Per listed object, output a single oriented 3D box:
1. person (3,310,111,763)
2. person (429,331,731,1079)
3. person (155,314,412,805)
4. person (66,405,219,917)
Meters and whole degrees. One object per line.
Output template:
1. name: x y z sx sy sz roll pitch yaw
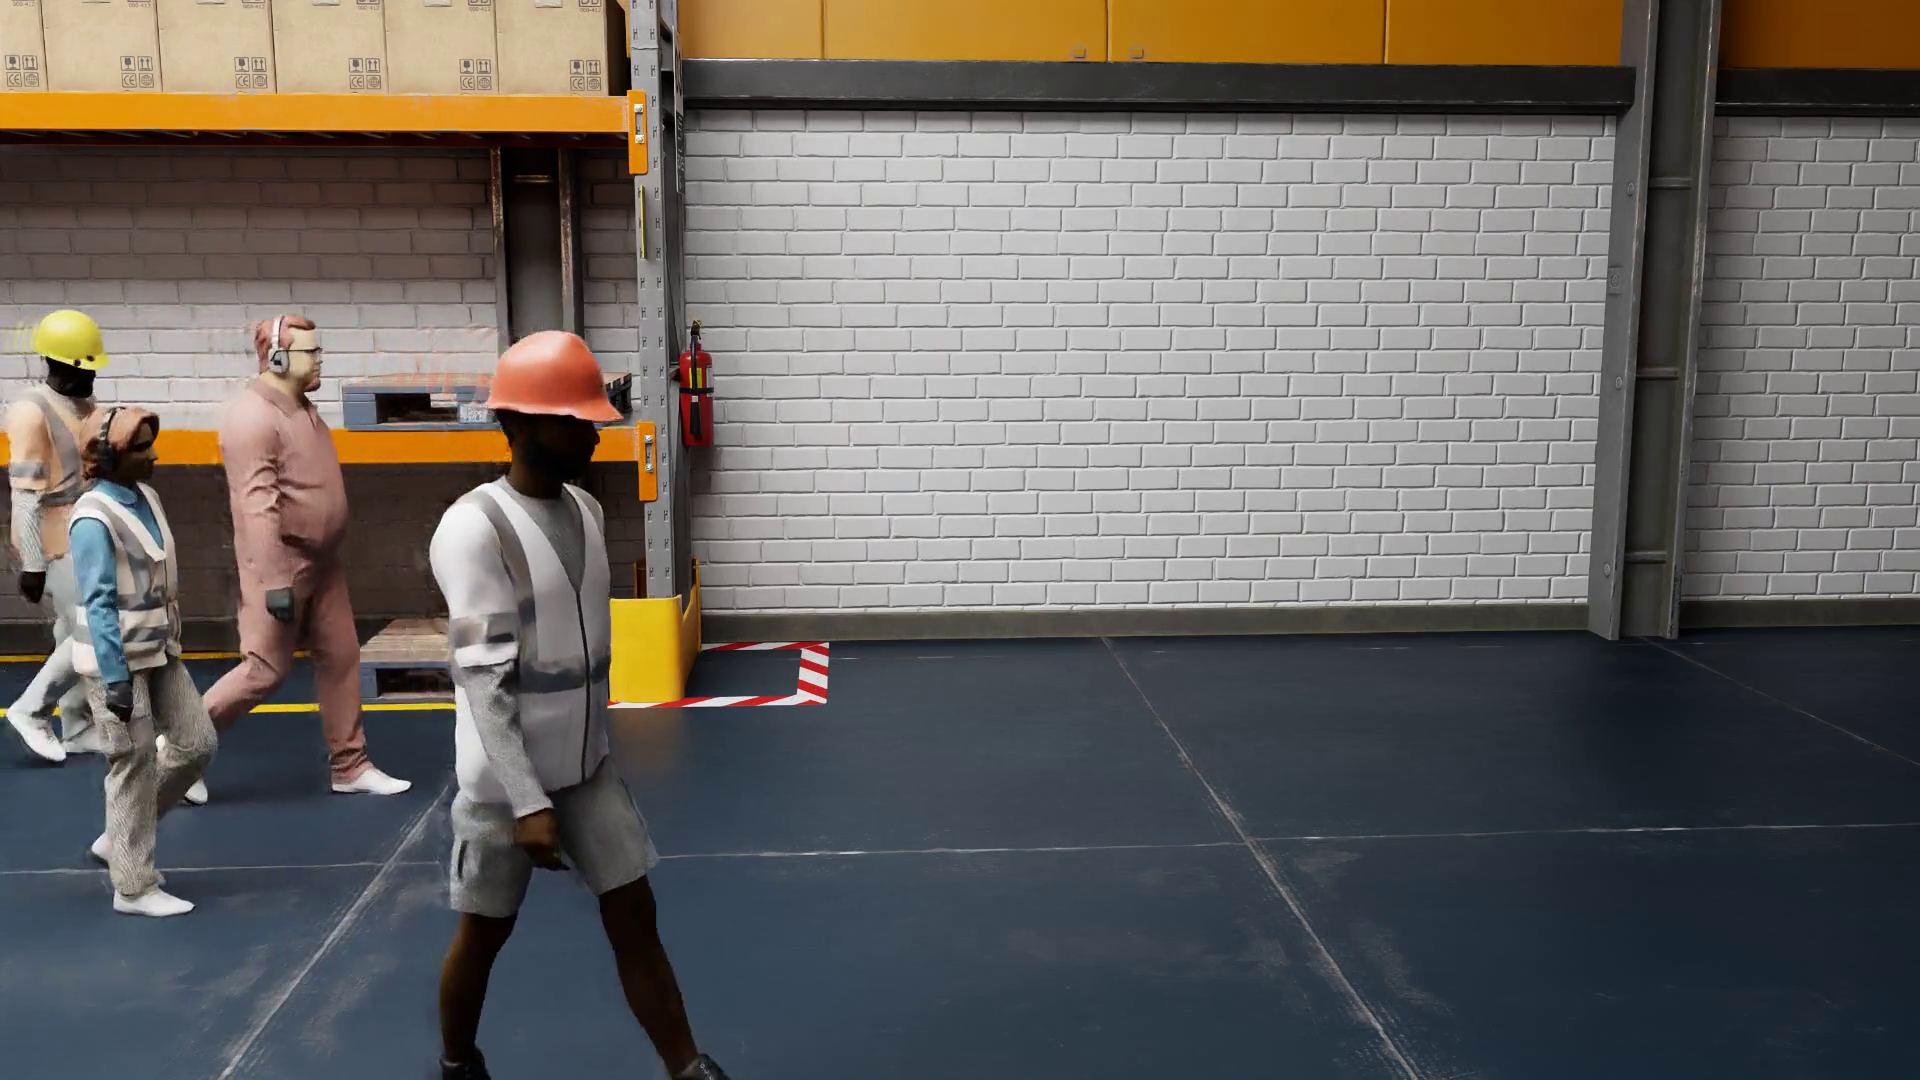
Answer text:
1. person: -3.631 0.008 6.799 0.498 1.884 0.691 -2 9 -11
2. person: -0.846 0.498 3.687 0.942 1.891 0.558 5 10 27
3. person: -2.616 0.089 6.305 0.842 1.884 0.634 0 9 2
4. person: -2.569 0.389 5.210 0.376 1.624 0.536 -1 9 -5
